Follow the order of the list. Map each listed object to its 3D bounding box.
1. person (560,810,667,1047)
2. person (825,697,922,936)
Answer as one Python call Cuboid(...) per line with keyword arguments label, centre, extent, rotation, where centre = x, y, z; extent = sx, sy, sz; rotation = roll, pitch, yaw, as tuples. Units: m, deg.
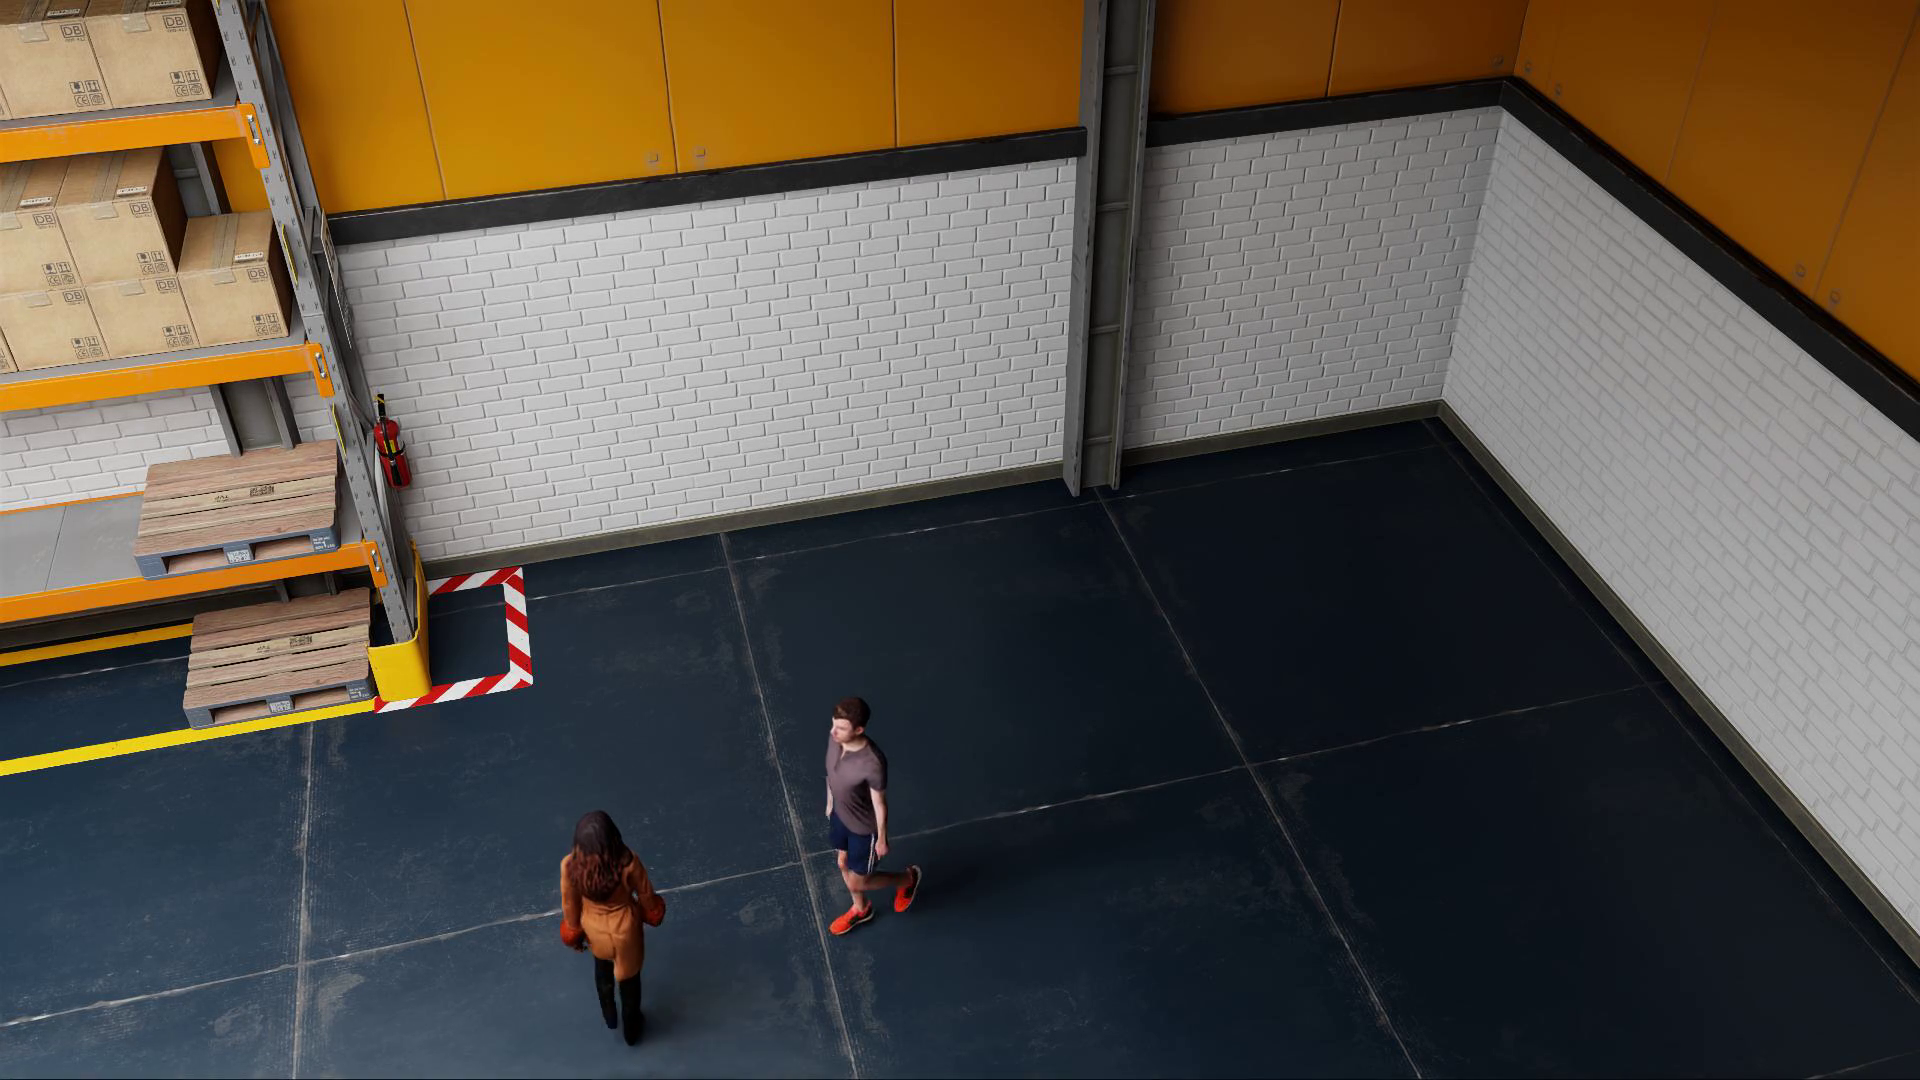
Cuboid(label="person", centre=(-1.844, 2.136, 8.831), extent=(0.736, 1.712, 0.850), rotation=(1, 39, 1))
Cuboid(label="person", centre=(-0.505, 1.547, 9.466), extent=(0.927, 1.839, 0.812), rotation=(-23, 44, -27))
